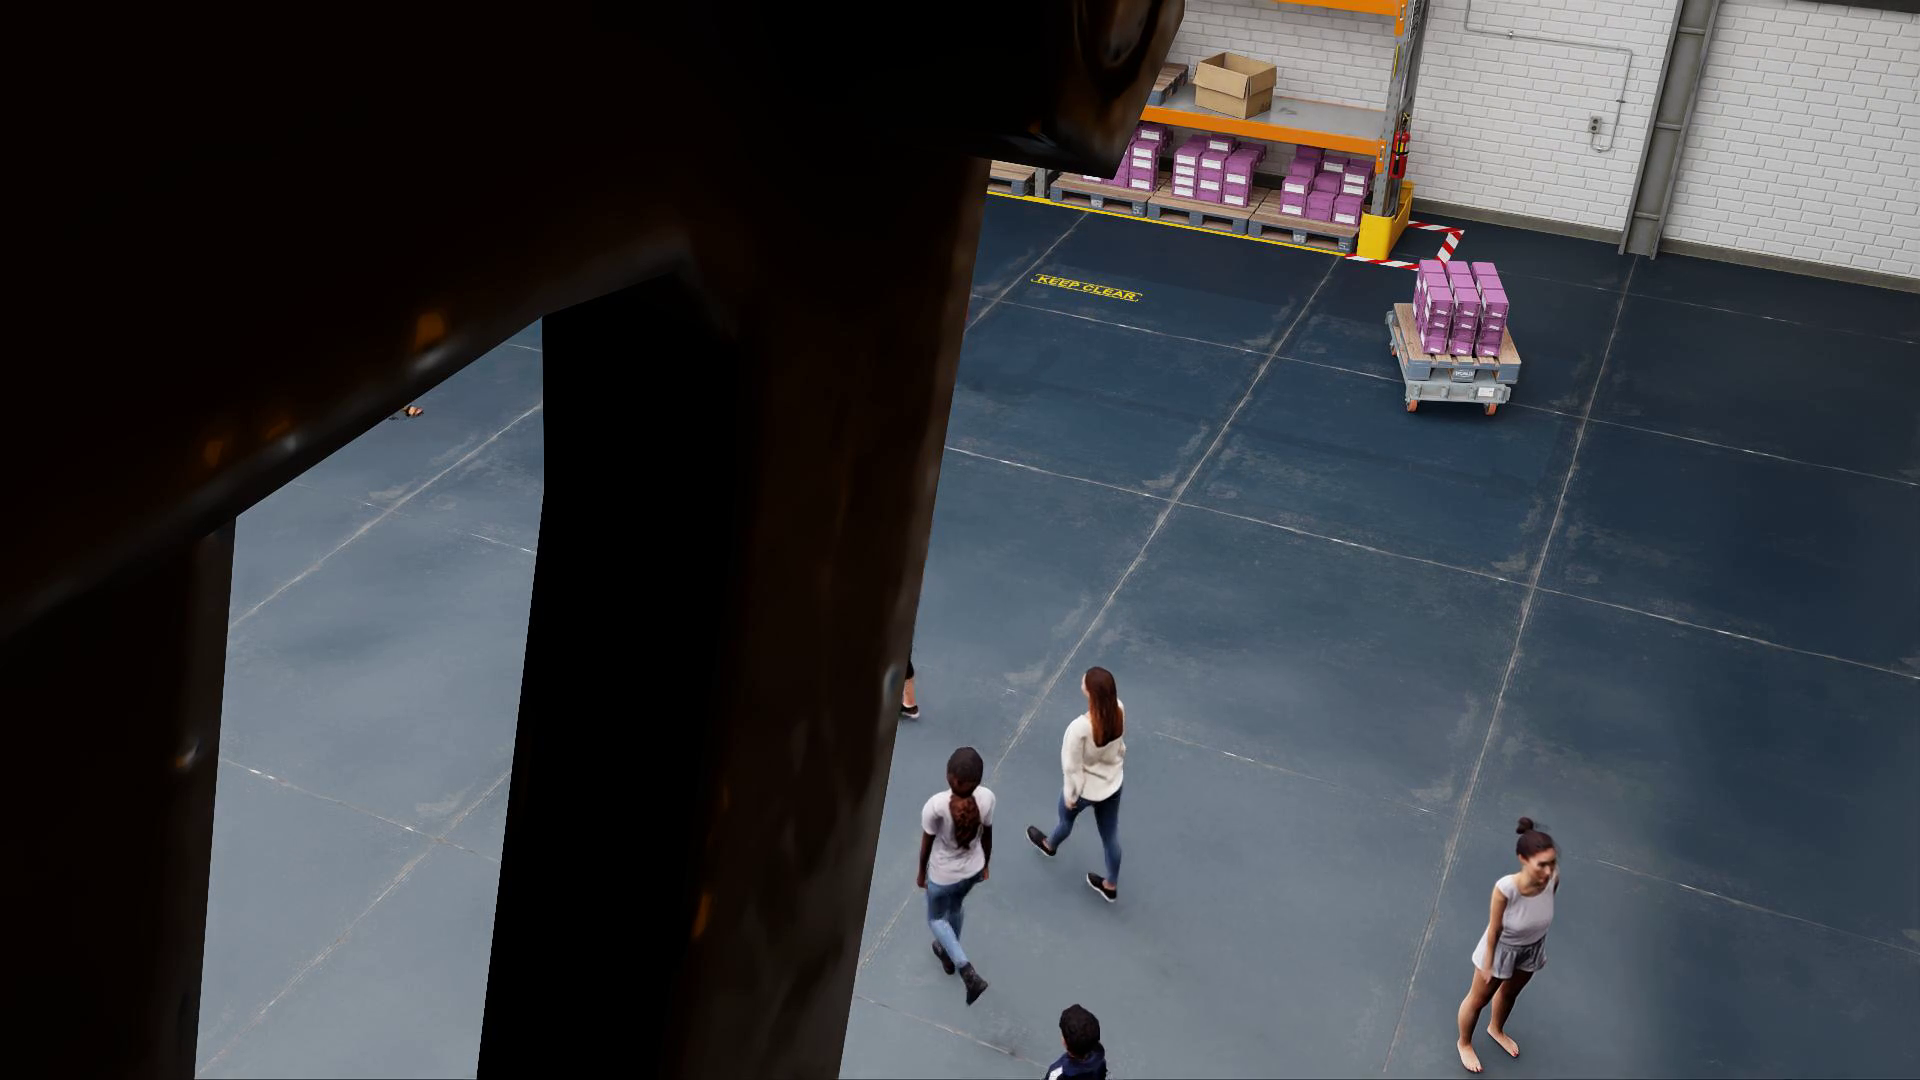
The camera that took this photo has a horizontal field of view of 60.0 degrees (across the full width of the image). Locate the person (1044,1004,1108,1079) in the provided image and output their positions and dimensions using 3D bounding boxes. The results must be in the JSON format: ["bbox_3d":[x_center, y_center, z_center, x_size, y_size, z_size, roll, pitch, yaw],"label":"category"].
[{"bbox_3d":[0.616,2.876,8.368,0.907,1.186,0.690,27,42,34],"label":"person"}]

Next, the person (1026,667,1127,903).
[{"bbox_3d":[0.866,1.510,9.989,0.936,1.667,1.089,-22,39,-29],"label":"person"}]

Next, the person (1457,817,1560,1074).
[{"bbox_3d":[2.979,2.201,9.002,0.668,1.608,0.723,-13,36,-19],"label":"person"}]

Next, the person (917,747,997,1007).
[{"bbox_3d":[0.010,1.916,9.347,0.905,1.701,1.009,-17,37,-24],"label":"person"}]
